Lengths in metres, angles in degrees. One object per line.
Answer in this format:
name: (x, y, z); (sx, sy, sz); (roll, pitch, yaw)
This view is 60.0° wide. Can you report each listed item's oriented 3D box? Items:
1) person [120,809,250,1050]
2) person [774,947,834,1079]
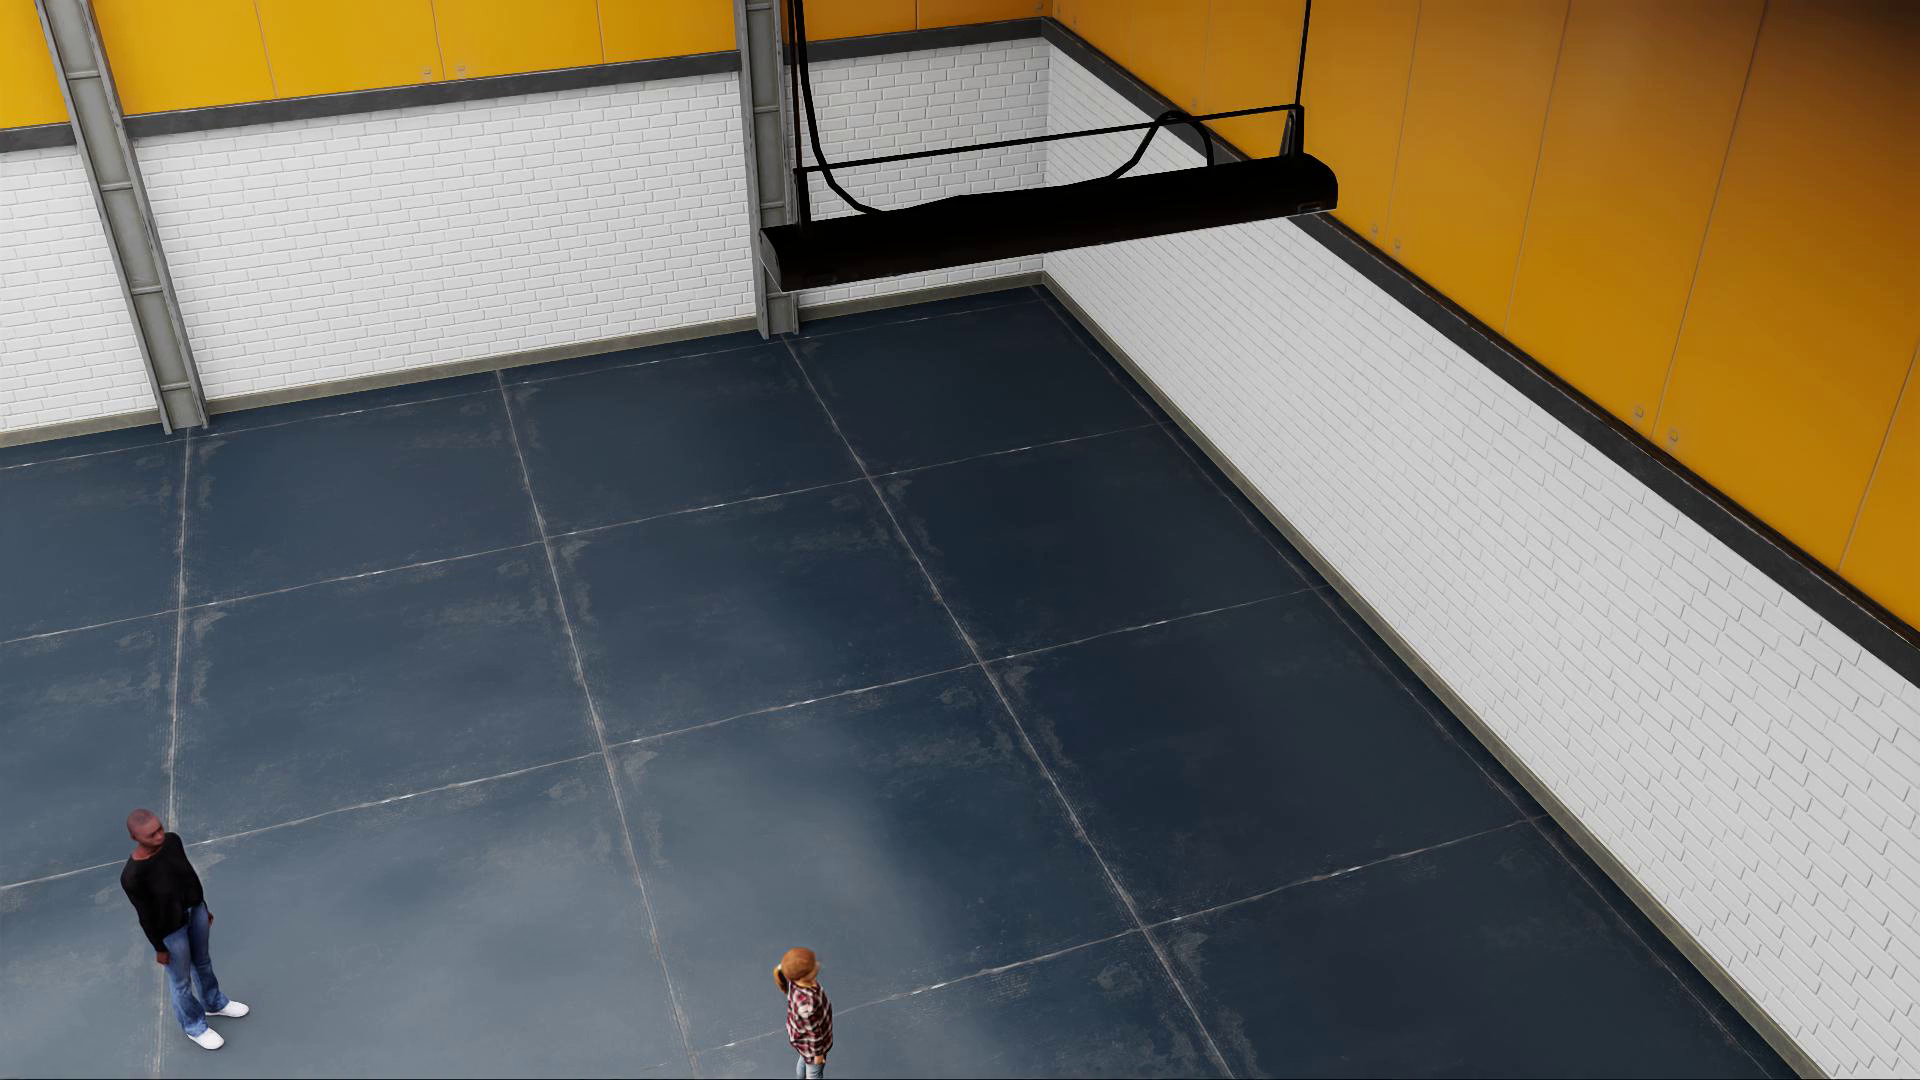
person: (-4.587, 2.238, 9.725); (0.708, 1.749, 0.681); (8, 35, 12)
person: (-0.852, 2.764, 9.335); (0.538, 1.305, 0.533); (-9, 35, -14)
